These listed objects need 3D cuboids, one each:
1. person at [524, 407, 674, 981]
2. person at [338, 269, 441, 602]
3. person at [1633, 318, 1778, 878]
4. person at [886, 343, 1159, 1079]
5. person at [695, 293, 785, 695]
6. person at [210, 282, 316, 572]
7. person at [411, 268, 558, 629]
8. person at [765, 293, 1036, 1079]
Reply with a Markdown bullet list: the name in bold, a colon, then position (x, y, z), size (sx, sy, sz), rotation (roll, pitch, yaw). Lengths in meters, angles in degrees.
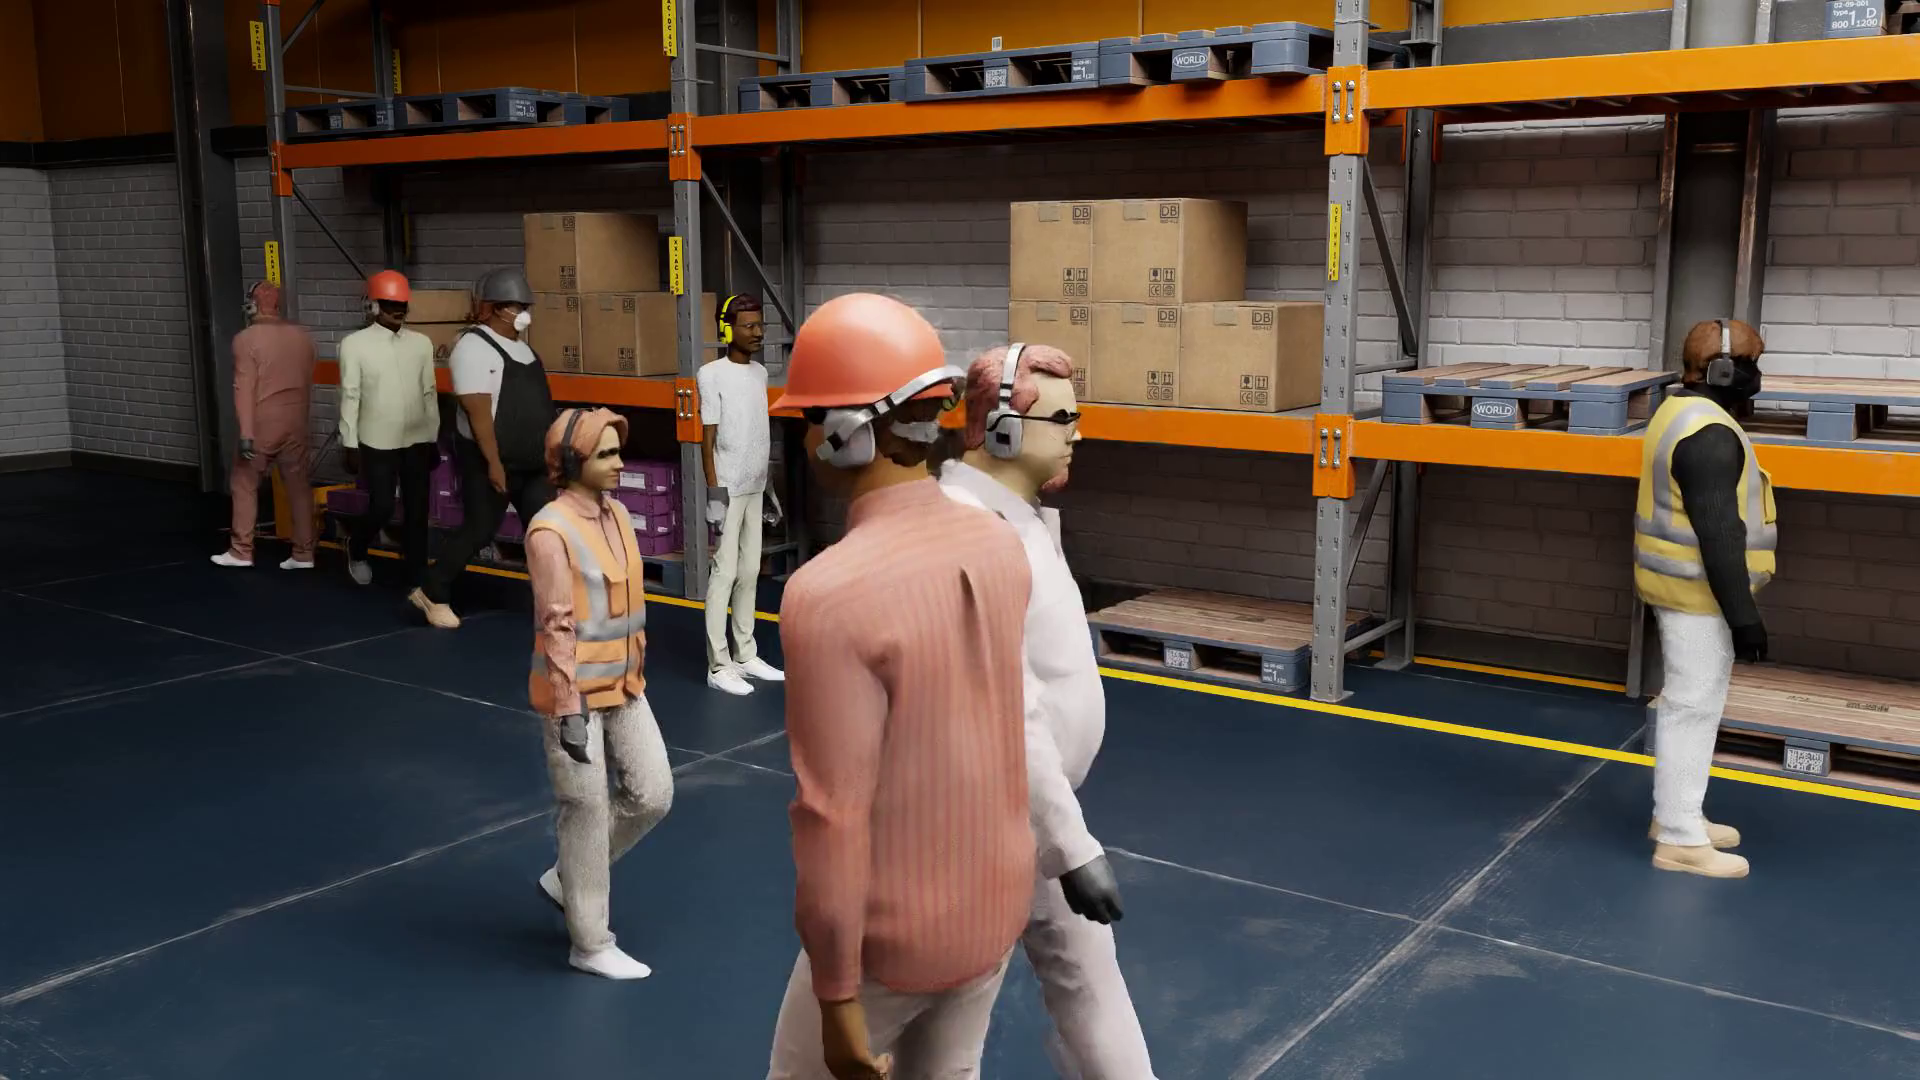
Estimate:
- **person**: position (-1.025, 0.442, 4.642), size (0.383, 1.628, 0.519), rotation (3, 10, 18)
- **person**: position (-3.381, -0.605, 9.832), size (0.716, 1.976, 0.632), rotation (8, 12, 40)
- **person**: position (2.460, 0.188, 5.522), size (0.429, 1.840, 0.641), rotation (3, 10, 16)
- **person**: position (0.154, 0.542, 3.352), size (0.964, 1.854, 0.656), rotation (2, 10, 13)
- **person**: position (-1.024, -0.221, 7.861), size (0.328, 1.873, 0.520), rotation (5, 11, 27)
- **person**: position (-4.560, -0.728, 10.843), size (0.825, 1.876, 0.684), rotation (5, 11, 25)
- **person**: position (-2.528, -0.504, 9.038), size (0.974, 2.000, 0.681), rotation (3, 10, 19)
- **person**: position (-0.083, 0.597, 2.685), size (0.499, 1.973, 0.607), rotation (7, 12, 36)
